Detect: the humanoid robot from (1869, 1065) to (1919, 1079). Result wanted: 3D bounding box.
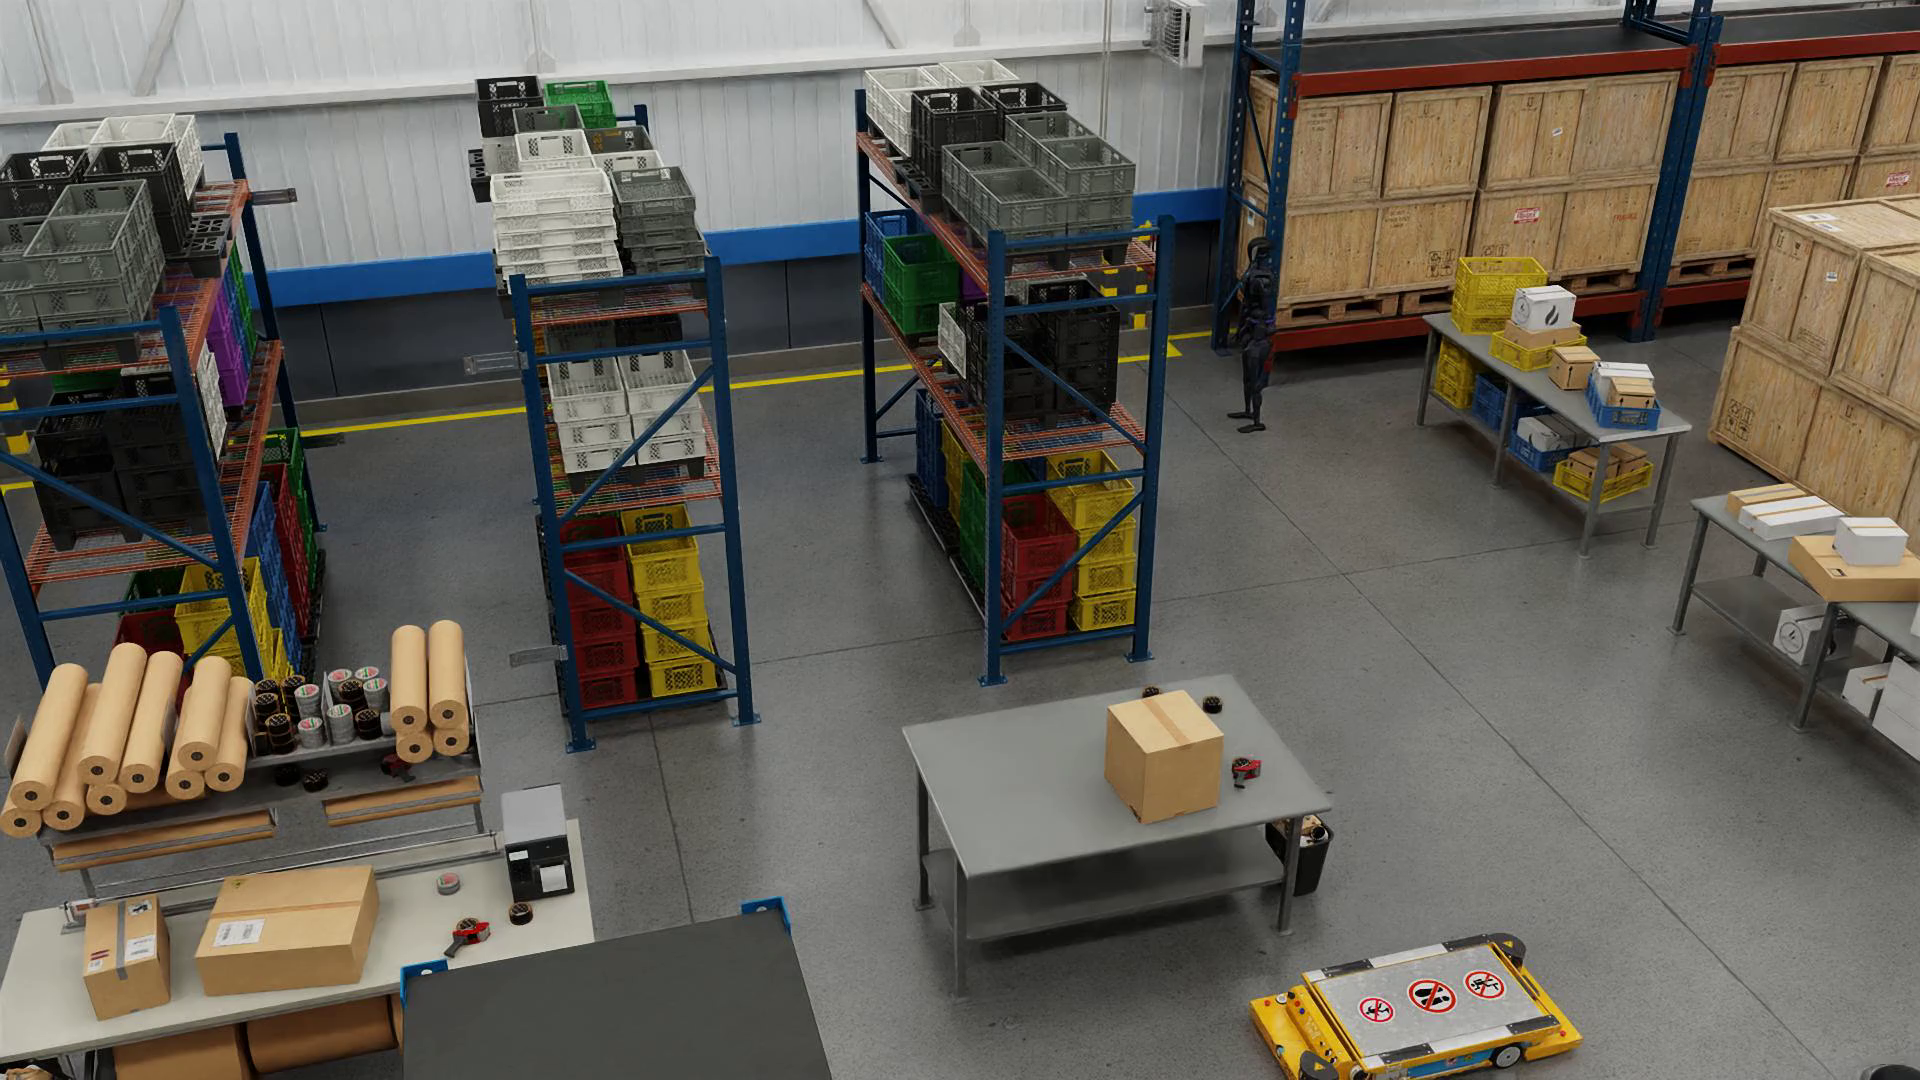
[{"bbox_3d":[3.197,2.535,6.099,0.508,1.647,0.578,7,30,12],"label":"humanoid robot"}]

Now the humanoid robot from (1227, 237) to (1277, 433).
[{"bbox_3d":[2.431,-1.712,13.801,0.313,1.657,0.609,-4,29,-6],"label":"humanoid robot"}]

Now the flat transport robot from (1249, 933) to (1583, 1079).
[{"bbox_3d":[2.184,2.282,7.980,1.431,0.197,0.652,-8,30,-14],"label":"flat transport robot"}]
